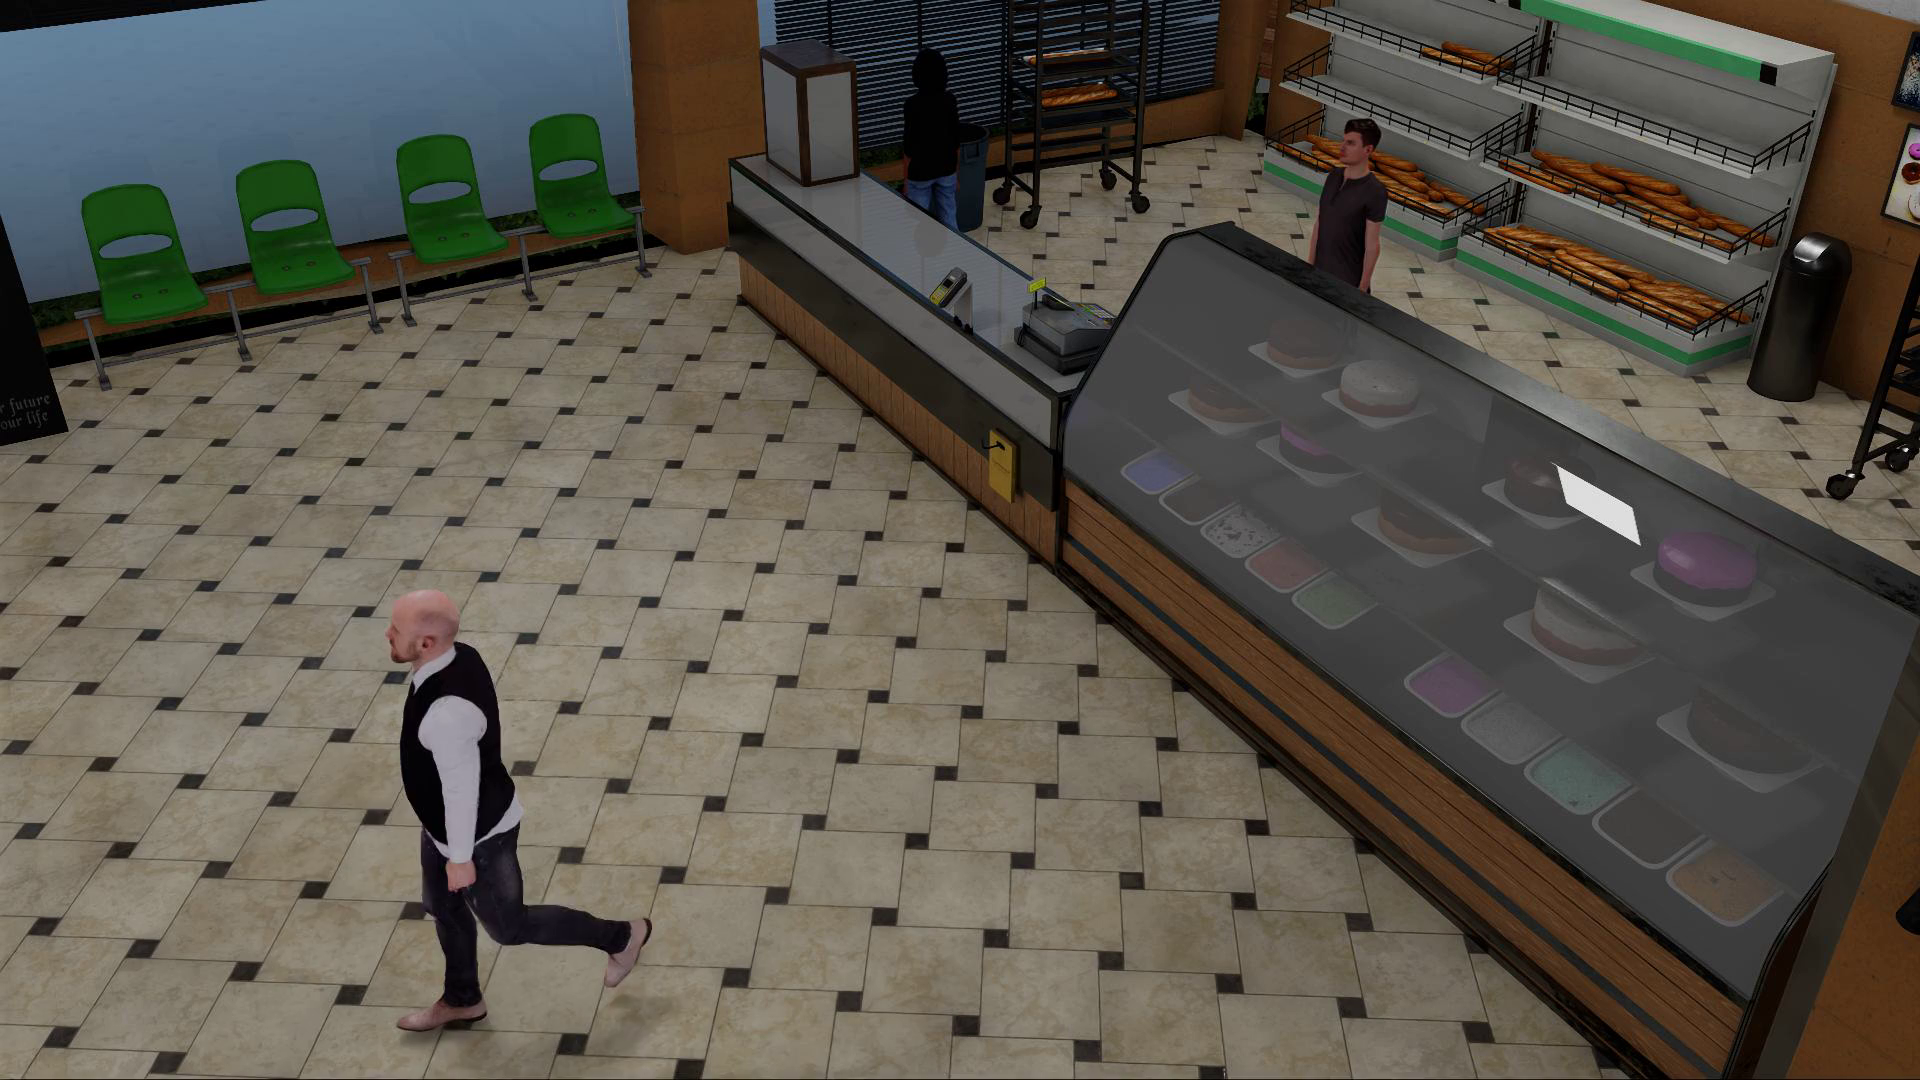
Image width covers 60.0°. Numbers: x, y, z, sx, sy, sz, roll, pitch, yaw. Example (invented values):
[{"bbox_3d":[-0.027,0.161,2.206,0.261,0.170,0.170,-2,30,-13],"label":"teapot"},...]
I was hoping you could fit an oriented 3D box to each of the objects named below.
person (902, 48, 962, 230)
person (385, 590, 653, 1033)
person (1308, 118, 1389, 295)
[{"bbox_3d":[-0.190,-2.396,10.985,0.521,1.701,0.661,-11,34,-18],"label":"person"},{"bbox_3d":[-1.532,0.948,5.523,1.175,1.795,0.785,-12,34,-19],"label":"person"},{"bbox_3d":[2.143,-1.460,9.337,0.525,1.853,0.632,-17,36,-25],"label":"person"}]
